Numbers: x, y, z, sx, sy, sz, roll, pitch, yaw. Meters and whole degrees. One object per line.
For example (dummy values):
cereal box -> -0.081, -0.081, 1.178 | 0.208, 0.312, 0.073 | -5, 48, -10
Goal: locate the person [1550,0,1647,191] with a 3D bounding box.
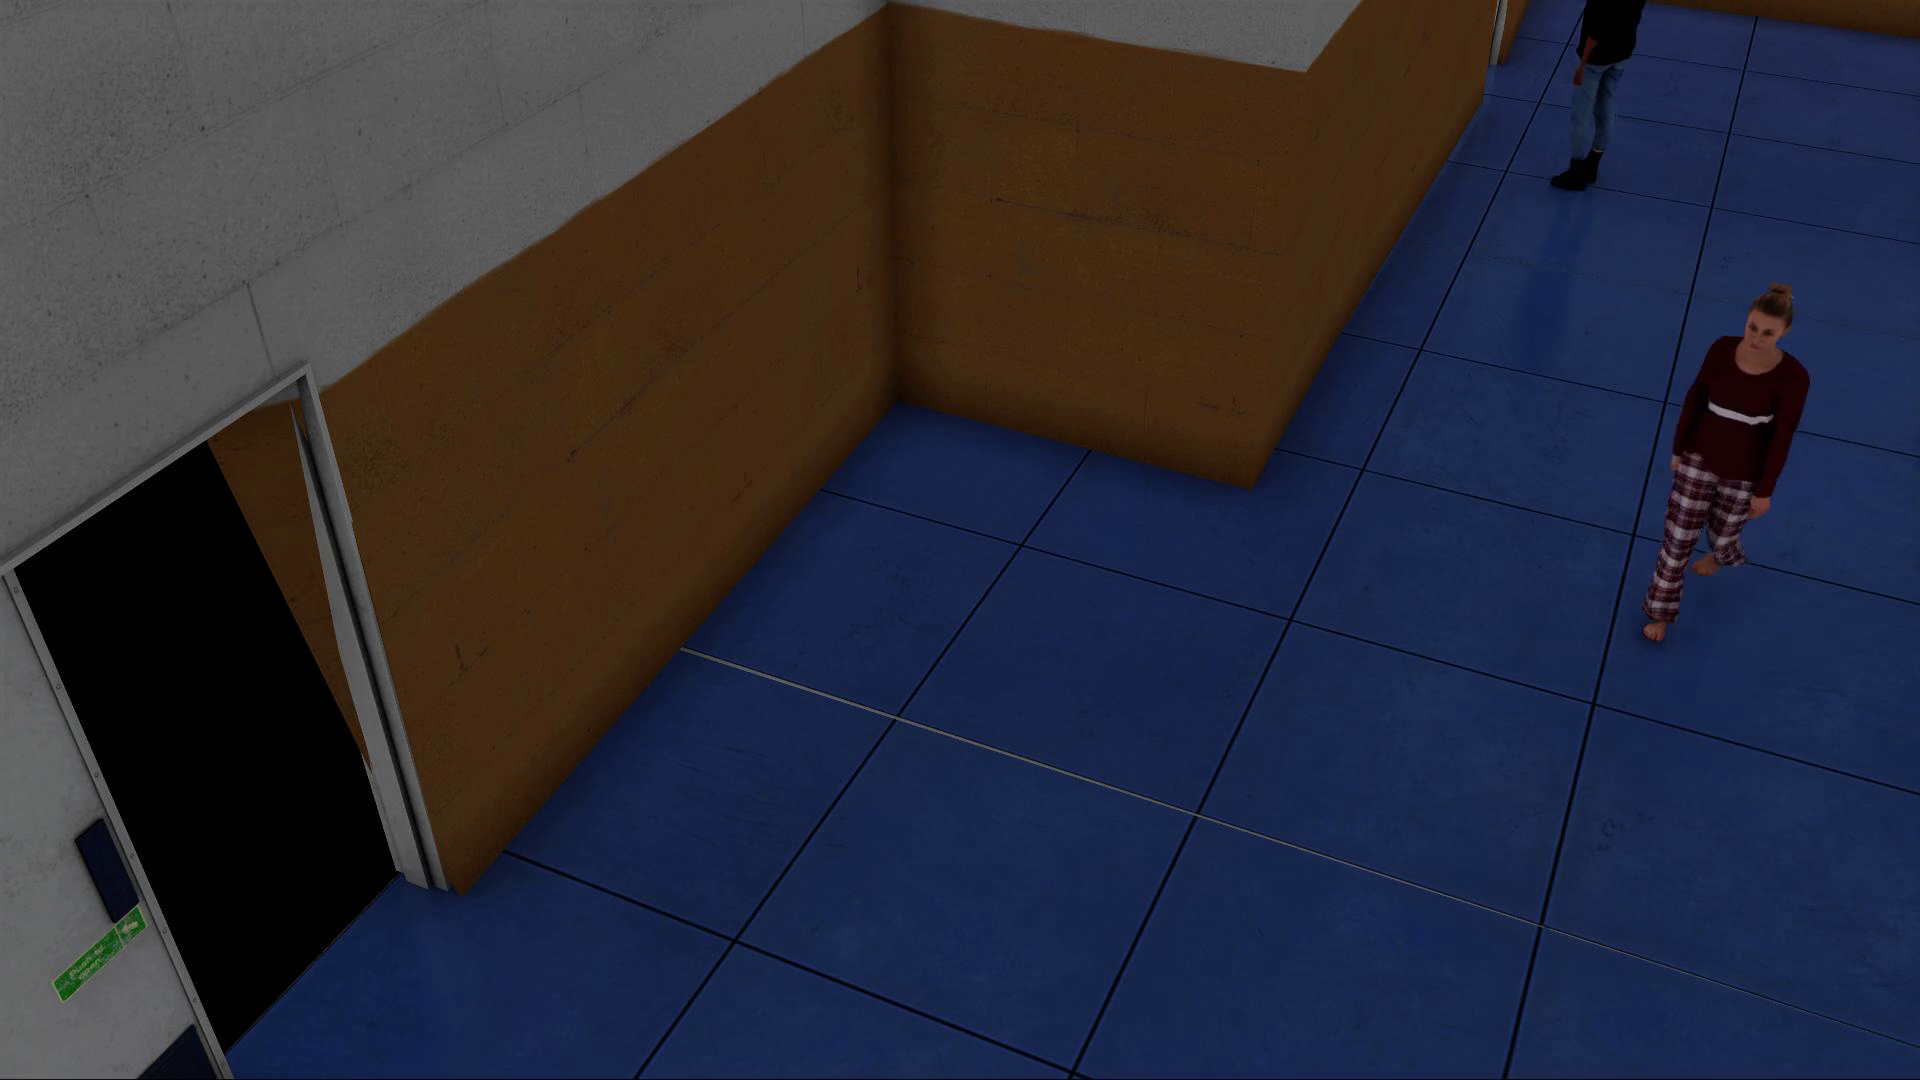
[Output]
person -> 4.181, -3.112, 10.781 | 0.697, 1.707, 0.751 | -16, 40, -20

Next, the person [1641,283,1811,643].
person -> 3.307, -0.347, 7.127 | 0.931, 1.672, 0.819 | 30, 46, 34
